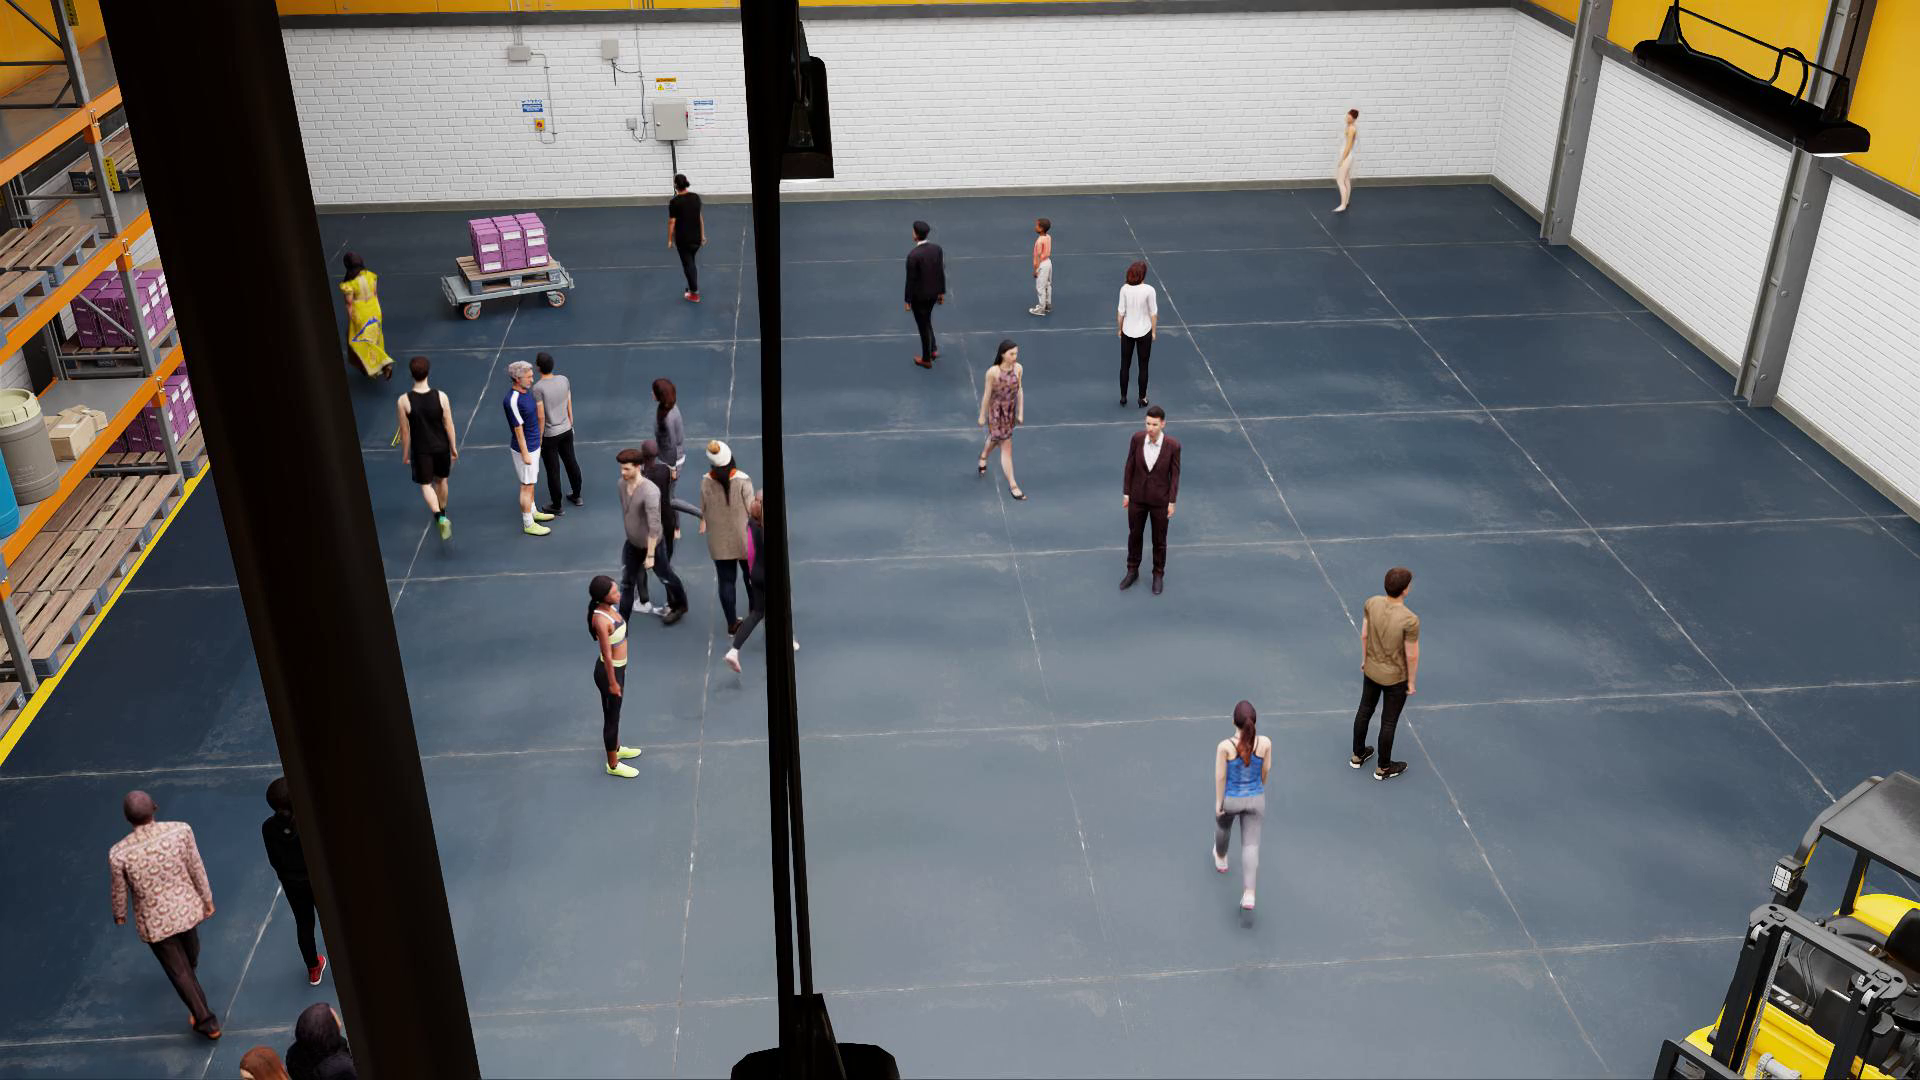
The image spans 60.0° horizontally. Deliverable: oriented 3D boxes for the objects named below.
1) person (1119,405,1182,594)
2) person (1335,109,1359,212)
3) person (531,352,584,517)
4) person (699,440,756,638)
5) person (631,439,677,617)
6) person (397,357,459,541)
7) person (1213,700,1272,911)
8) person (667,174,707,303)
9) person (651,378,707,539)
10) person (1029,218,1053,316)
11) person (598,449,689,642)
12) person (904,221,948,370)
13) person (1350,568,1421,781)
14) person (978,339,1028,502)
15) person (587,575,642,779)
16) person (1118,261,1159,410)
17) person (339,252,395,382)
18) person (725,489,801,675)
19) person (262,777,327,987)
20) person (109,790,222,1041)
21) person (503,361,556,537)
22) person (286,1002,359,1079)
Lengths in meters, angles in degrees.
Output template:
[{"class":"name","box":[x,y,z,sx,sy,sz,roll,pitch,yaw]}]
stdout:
[{"class":"person","box":[1.795,-0.408,15.709,0.767,1.866,0.751,9,30,16]},{"class":"person","box":[6.126,-6.020,26.260,0.853,1.613,0.548,10,30,18]},{"class":"person","box":[-4.171,-1.114,17.120,0.759,1.754,0.690,20,35,32]},{"class":"person","box":[-2.051,-0.003,14.978,0.797,1.853,0.945,7,29,13]},{"class":"person","box":[-2.706,-0.063,15.211,0.931,1.736,0.888,14,32,24]},{"class":"person","box":[-5.282,-0.885,16.575,0.938,1.874,1.172,-13,31,-22]},{"class":"person","box":[2.015,1.891,11.793,0.607,1.579,1.077,0,29,0]},{"class":"person","box":[-3.638,-4.069,22.546,0.804,1.745,0.857,-22,36,-35]},{"class":"person","box":[-2.780,-0.780,16.506,0.721,1.756,0.777,-5,29,-9]},{"class":"person","box":[1.121,-3.667,22.264,0.614,1.310,0.535,14,32,24]},{"class":"person","box":[-2.748,0.016,14.950,1.199,1.849,1.281,21,35,33]},{"class":"person","box":[-0.377,-2.989,20.433,0.844,1.873,0.879,-24,37,-37]},{"class":"person","box":[3.348,1.032,13.083,0.811,1.852,0.716,-23,36,-35]},{"class":"person","box":[0.384,-1.314,17.522,1.006,1.720,1.284,-14,32,-24]},{"class":"person","box":[-2.769,1.055,13.142,0.611,1.754,0.432,-2,29,-4]},{"class":"person","box":[2.057,-2.394,19.424,0.674,1.795,0.642,8,30,15]},{"class":"person","box":[-7.139,-2.660,20.075,1.246,1.638,1.249,17,33,28]},{"class":"person","box":[-1.725,0.385,14.406,0.996,1.720,1.118,18,33,30]},{"class":"person","box":[-4.313,2.259,11.018,0.611,1.675,0.572,1,29,1]},{"class":"person","box":[-5.010,2.434,10.605,1.241,1.764,1.164,23,36,36]},{"class":"person","box":[-4.375,-0.951,16.740,0.690,1.831,0.485,-1,29,-3]},{"class":"person","box":[-3.493,3.282,9.223,0.760,1.598,0.858,5,29,9]}]
